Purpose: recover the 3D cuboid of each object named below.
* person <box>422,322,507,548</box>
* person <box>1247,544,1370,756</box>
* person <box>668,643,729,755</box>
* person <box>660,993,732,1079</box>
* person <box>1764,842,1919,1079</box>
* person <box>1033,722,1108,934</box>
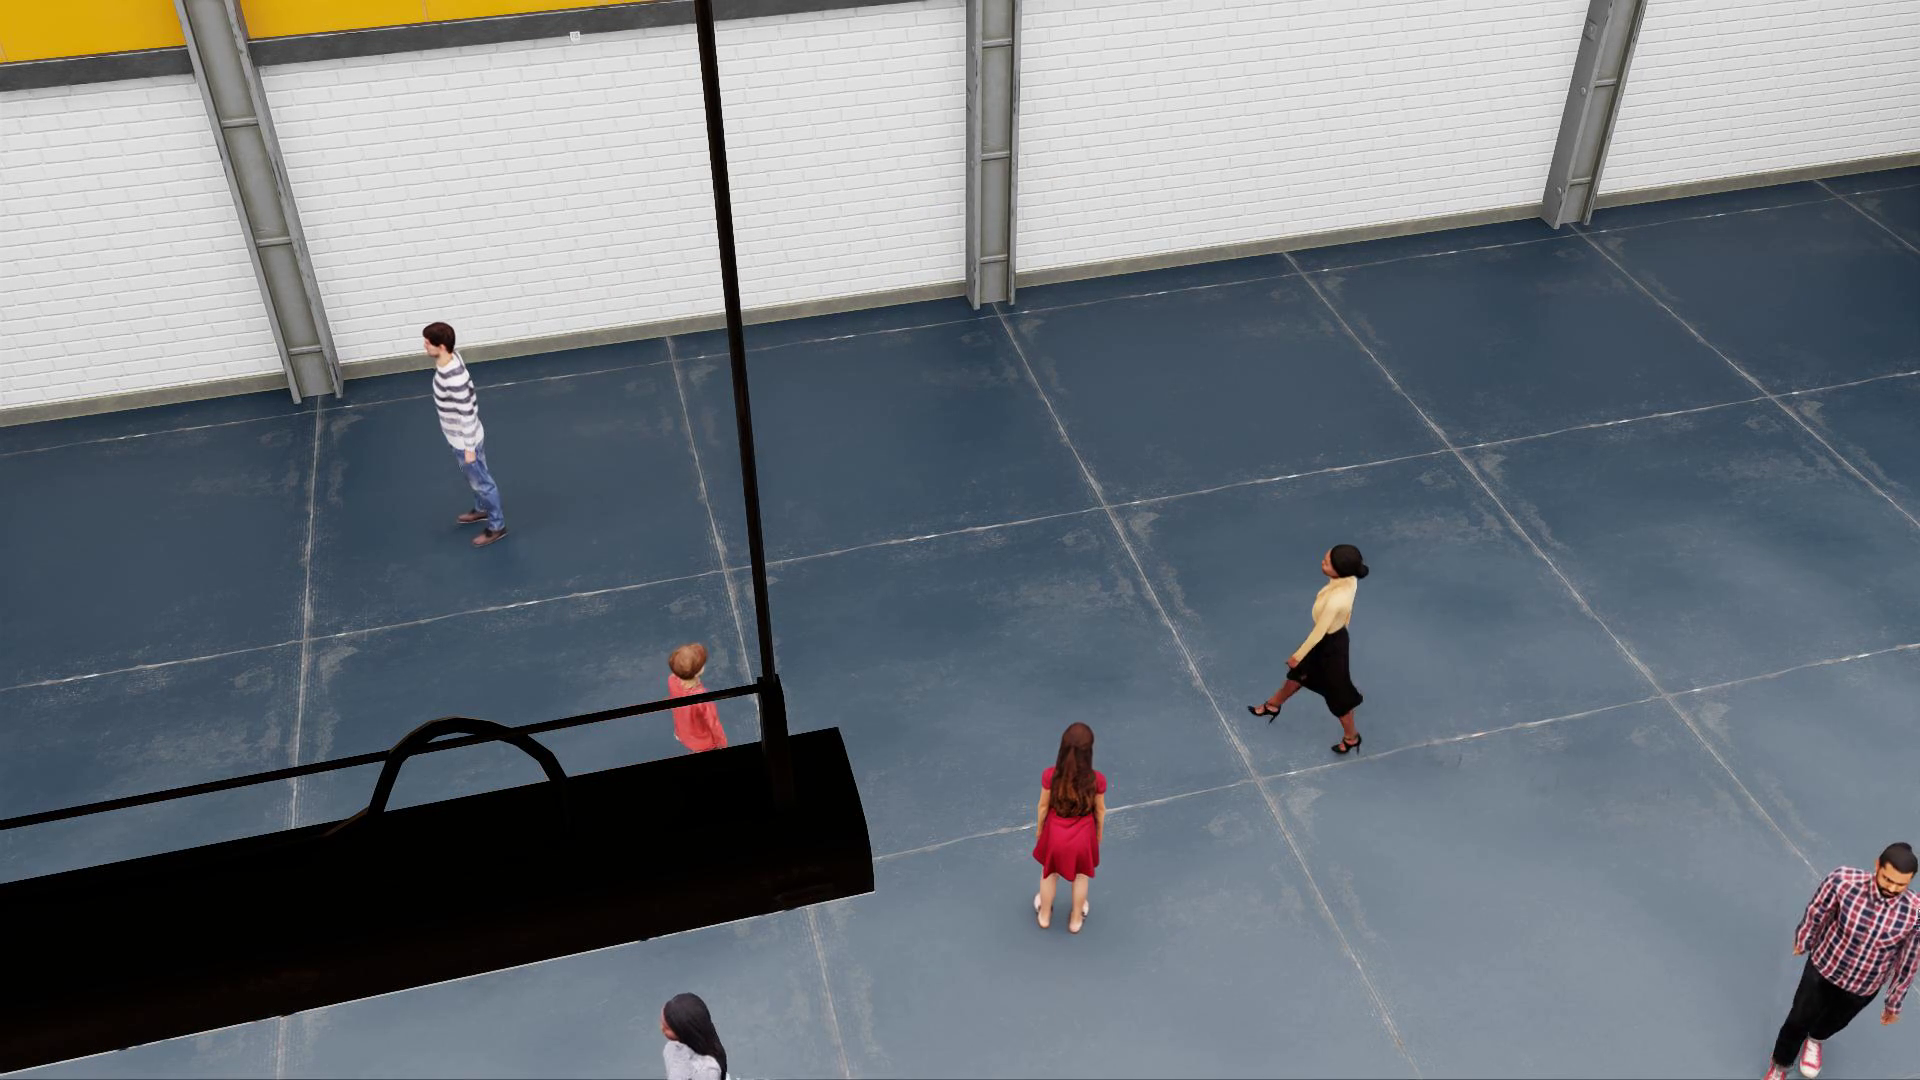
[{"bbox_3d":[-3.627,-0.800,12.205,0.603,1.854,0.686,-17,42,-20],"label":"person"},{"bbox_3d":[2.397,0.739,10.469,1.073,1.616,0.927,13,40,16],"label":"person"},{"bbox_3d":[-1.627,1.218,10.045,0.839,1.397,1.003,30,48,32],"label":"person"},{"bbox_3d":[-1.127,2.708,7.960,1.185,1.670,0.601,-10,40,-12],"label":"person"},{"bbox_3d":[4.606,2.152,8.601,0.964,1.739,1.021,17,42,20],"label":"person"},{"bbox_3d":[0.615,1.643,9.389,0.625,1.551,0.693,2,39,2],"label":"person"}]
